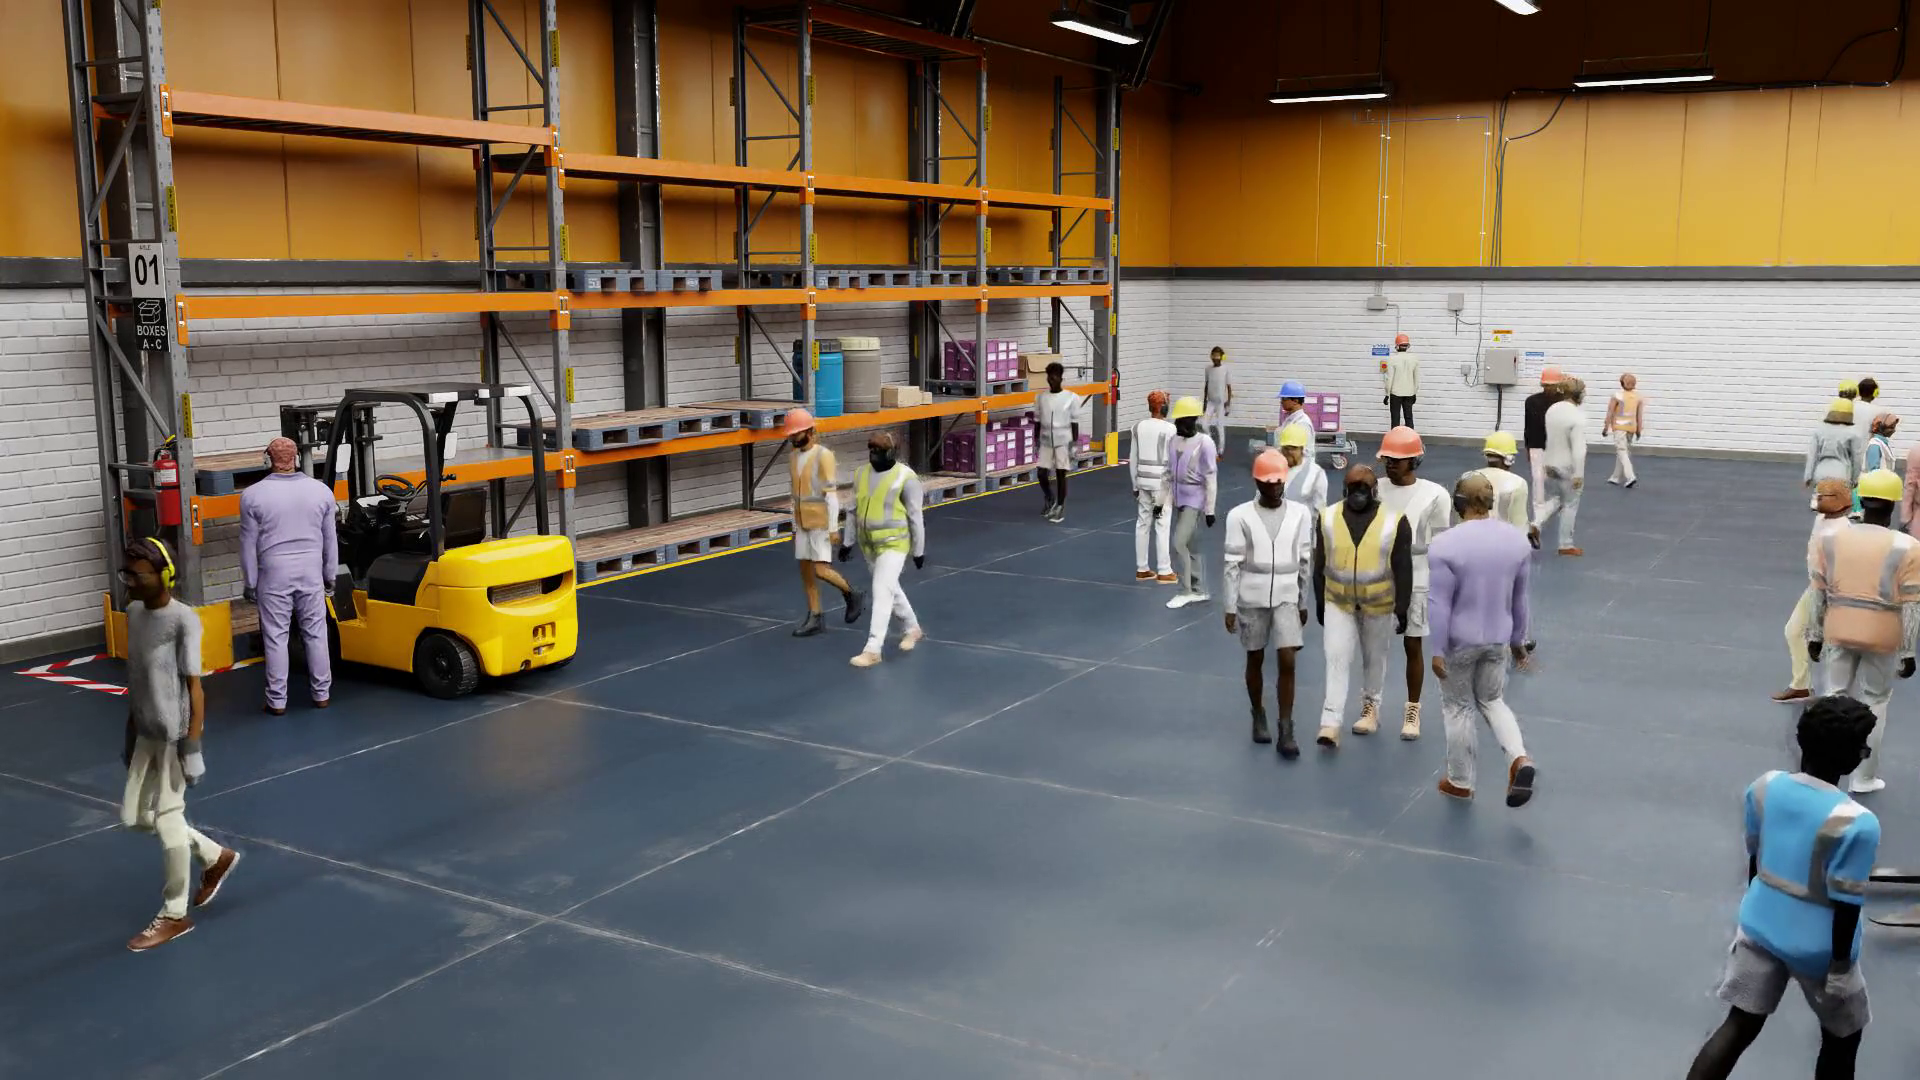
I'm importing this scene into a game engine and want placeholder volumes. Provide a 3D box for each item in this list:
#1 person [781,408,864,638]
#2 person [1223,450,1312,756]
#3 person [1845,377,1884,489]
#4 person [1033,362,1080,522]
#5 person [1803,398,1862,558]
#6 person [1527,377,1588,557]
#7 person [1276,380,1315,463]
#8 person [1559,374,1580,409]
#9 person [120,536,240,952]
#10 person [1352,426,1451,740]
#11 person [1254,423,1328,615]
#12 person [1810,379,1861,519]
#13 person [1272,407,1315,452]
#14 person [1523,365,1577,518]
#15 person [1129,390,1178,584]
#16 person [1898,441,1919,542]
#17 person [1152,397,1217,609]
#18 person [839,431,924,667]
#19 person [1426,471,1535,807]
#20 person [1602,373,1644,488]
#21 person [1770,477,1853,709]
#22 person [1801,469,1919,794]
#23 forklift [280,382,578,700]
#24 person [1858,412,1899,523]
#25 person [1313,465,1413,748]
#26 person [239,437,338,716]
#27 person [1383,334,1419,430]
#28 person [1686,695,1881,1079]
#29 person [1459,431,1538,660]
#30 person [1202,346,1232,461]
[{"bbox_3d":[-1.175,-0.146,13.810,0.645,1.906,0.593,-9,12,-43],"label":"person"},{"bbox_3d":[1.934,0.397,10.399,0.568,1.903,0.830,0,9,1],"label":"person"},{"bbox_3d":[10.367,-0.961,19.220,1.000,1.813,0.535,-8,12,-41],"label":"person"},{"bbox_3d":[1.156,-1.182,20.150,0.606,1.951,0.411,3,10,21],"label":"person"},{"bbox_3d":[9.263,-0.649,17.611,0.932,1.689,0.484,-6,11,-34],"label":"person"},{"bbox_3d":[6.346,-0.758,17.574,0.555,1.923,0.650,-2,9,-15],"label":"person"},{"bbox_3d":[3.351,-0.630,16.695,0.405,1.948,0.605,0,9,-3],"label":"person"},{"bbox_3d":[8.481,-1.544,23.511,0.526,1.597,0.855,0,9,-2],"label":"person"},{"bbox_3d":[-3.568,0.888,7.505,0.553,1.855,0.540,6,11,32],"label":"person"},{"bbox_3d":[2.828,0.279,10.737,0.612,2.039,0.390,5,10,27],"label":"person"},{"bbox_3d":[2.675,-0.052,13.487,0.610,1.818,0.555,5,10,28],"label":"person"},{"bbox_3d":[10.932,-1.131,20.546,0.537,1.713,0.932,0,9,-3],"label":"person"},{"bbox_3d":[3.665,-0.704,18.195,0.509,1.611,0.627,9,12,43],"label":"person"},{"bbox_3d":[7.049,-1.125,19.833,0.621,1.949,0.822,5,10,26],"label":"person"},{"bbox_3d":[1.908,-0.514,16.179,0.362,1.883,0.575,-9,13,-43],"label":"person"},{"bbox_3d":[8.318,-0.181,14.060,0.661,1.892,0.592,7,11,36],"label":"person"},{"bbox_3d":[2.001,-0.332,14.987,0.685,1.904,0.606,-4,10,-24],"label":"person"},{"bbox_3d":[-0.556,0.036,13.017,0.622,1.806,0.927,8,12,42],"label":"person"},{"bbox_3d":[2.903,0.580,9.250,0.641,1.916,0.697,-2,9,-12],"label":"person"},{"bbox_3d":[9.418,-1.554,23.517,0.513,1.607,0.810,-2,9,-15],"label":"person"},{"bbox_3d":[5.864,0.372,11.443,0.557,1.613,0.523,1,9,6],"label":"person"},{"bbox_3d":[5.120,0.548,9.483,0.637,1.911,0.592,-7,12,-38],"label":"person"},{"bbox_3d":[-3.974,-0.067,12.417,2.313,2.155,1.214,5,11,30],"label":"forklift"},{"bbox_3d":[9.093,-0.448,16.521,0.311,1.640,0.513,6,11,34],"label":"person"},{"bbox_3d":[2.554,0.421,10.622,0.647,1.786,0.956,4,10,22],"label":"person"},{"bbox_3d":[-4.604,0.243,11.409,0.645,1.900,0.404,-8,12,-40],"label":"person"},{"bbox_3d":[7.427,-2.467,28.016,0.611,1.996,0.378,-2,9,-14],"label":"person"},{"bbox_3d":[2.708,1.317,5.479,0.868,1.659,0.531,-3,10,-19],"label":"person"},{"bbox_3d":[4.181,0.059,12.833,0.821,1.801,0.621,-8,12,-42],"label":"person"},{"bbox_3d":[4.099,-2.176,26.661,0.575,1.849,0.512,7,12,38],"label":"person"}]
